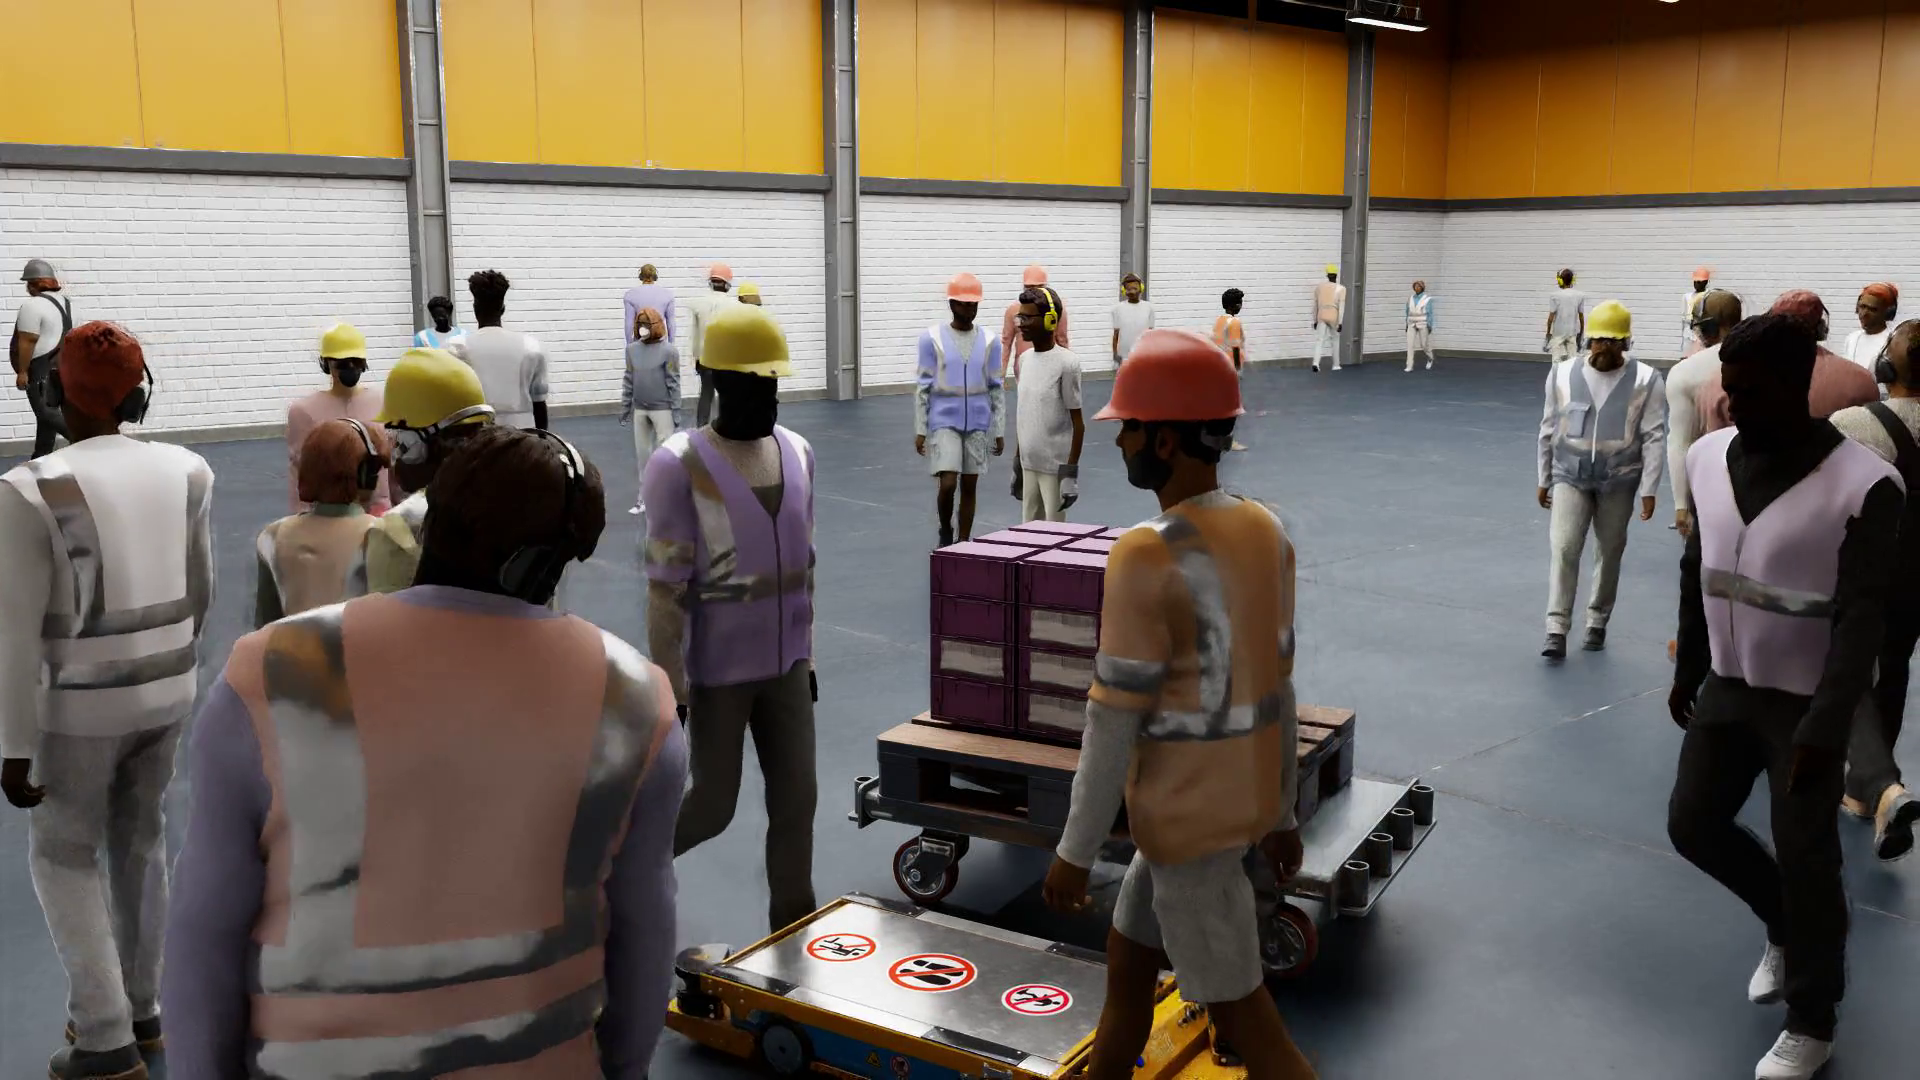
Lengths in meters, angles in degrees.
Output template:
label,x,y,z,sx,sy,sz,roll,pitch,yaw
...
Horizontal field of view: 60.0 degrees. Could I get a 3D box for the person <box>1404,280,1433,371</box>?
label,x,y,z,sx,sy,sz,roll,pitch,yaw
person,8.122,-3.780,29.339,0.520,1.612,0.711,8,13,41

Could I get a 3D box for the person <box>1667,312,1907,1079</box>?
label,x,y,z,sx,sy,sz,roll,pitch,yaw
person,2.038,0.380,4.154,0.543,1.888,0.657,-4,11,-24

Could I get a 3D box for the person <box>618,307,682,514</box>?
label,x,y,z,sx,sy,sz,roll,pitch,yaw
person,-2.414,-0.999,13.005,0.516,1.631,0.291,5,11,26

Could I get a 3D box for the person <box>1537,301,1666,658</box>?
label,x,y,z,sx,sy,sz,roll,pitch,yaw
person,3.169,-0.281,8.294,0.615,1.788,0.856,5,11,26

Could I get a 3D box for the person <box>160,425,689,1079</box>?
label,x,y,z,sx,sy,sz,roll,pitch,yaw
person,-0.691,0.751,2.264,0.701,1.806,0.432,-6,11,-31

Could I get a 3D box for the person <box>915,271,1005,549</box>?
label,x,y,z,sx,sy,sz,roll,pitch,yaw
person,0.012,-0.726,10.525,0.576,1.923,0.403,-3,10,-16

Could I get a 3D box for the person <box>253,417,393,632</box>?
label,x,y,z,sx,sy,sz,roll,pitch,yaw
person,-1.608,0.471,4.480,0.505,1.588,0.834,4,11,23

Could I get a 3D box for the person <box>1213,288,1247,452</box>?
label,x,y,z,sx,sy,sz,roll,pitch,yaw
person,2.797,-1.769,17.312,0.319,1.693,0.532,-3,10,-14

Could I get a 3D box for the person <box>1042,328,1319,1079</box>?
label,x,y,z,sx,sy,sz,roll,pitch,yaw
person,0.474,0.531,3.314,0.996,1.893,0.546,6,11,30

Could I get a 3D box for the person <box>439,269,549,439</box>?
label,x,y,z,sx,sy,sz,roll,pitch,yaw
person,-2.551,-0.504,9.151,0.603,1.950,0.437,-4,10,-22

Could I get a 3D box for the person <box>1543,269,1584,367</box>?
label,x,y,z,sx,sy,sz,roll,pitch,yaw
person,8.311,-2.762,22.733,0.632,1.850,0.314,0,10,-1

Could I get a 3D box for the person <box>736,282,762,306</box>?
label,x,y,z,sx,sy,sz,roll,pitch,yaw
person,-2.374,-2.008,18.591,0.342,1.743,0.495,-4,10,-21

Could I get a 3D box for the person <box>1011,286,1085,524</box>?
label,x,y,z,sx,sy,sz,roll,pitch,yaw
person,0.428,-0.355,8.518,0.319,1.870,0.521,-6,11,-32

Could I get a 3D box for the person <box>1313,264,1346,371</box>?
label,x,y,z,sx,sy,sz,roll,pitch,yaw
person,6.474,-3.905,29.290,0.606,1.884,0.986,6,11,31

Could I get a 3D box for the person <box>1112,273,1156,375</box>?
label,x,y,z,sx,sy,sz,roll,pitch,yaw
person,1.900,-1.991,18.201,0.520,1.843,0.504,-1,10,-4

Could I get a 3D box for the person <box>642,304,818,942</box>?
label,x,y,z,sx,sy,sz,roll,pitch,yaw
person,-0.642,0.301,4.596,0.797,1.902,0.596,8,13,40

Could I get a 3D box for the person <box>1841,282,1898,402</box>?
label,x,y,z,sx,sy,sz,roll,pitch,yaw
person,5.630,-0.676,10.444,0.515,1.863,0.653,0,10,0

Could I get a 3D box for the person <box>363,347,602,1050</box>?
label,x,y,z,sx,sy,sz,roll,pitch,yaw
person,-1.135,0.454,3.926,0.633,1.817,0.604,5,11,26

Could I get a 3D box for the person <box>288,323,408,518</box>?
label,x,y,z,sx,sy,sz,roll,pitch,yaw
person,-2.814,-0.140,7.693,0.540,1.717,0.935,-6,11,-30

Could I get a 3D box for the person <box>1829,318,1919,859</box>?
label,x,y,z,sx,sy,sz,roll,pitch,yaw
person,3.188,0.158,5.678,0.516,1.825,0.826,1,10,6

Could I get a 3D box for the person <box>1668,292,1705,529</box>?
label,x,y,z,sx,sy,sz,roll,pitch,yaw
person,5.381,-0.906,12.051,0.327,1.767,0.533,1,10,3

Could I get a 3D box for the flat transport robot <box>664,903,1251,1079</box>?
label,x,y,z,sx,sy,sz,roll,pitch,yaw
flat transport robot,0.003,1.187,4.164,1.431,0.197,0.652,6,11,32

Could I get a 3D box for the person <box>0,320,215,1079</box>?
label,x,y,z,sx,sy,sz,roll,pitch,yaw
person,-2.104,0.402,4.082,0.448,1.872,0.615,5,11,26

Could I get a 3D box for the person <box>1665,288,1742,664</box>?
label,x,y,z,sx,sy,sz,roll,pitch,yaw
person,3.598,-0.220,7.716,0.674,1.884,1.026,1,10,5

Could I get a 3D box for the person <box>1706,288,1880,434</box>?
label,x,y,z,sx,sy,sz,roll,pitch,yaw
person,3.418,-0.085,6.882,0.667,1.886,0.472,6,12,33

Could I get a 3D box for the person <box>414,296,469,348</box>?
label,x,y,z,sx,sy,sz,roll,pitch,yaw
person,-4.550,-1.325,14.788,0.531,1.654,0.795,-5,11,-26

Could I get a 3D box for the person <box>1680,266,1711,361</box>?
label,x,y,z,sx,sy,sz,roll,pitch,yaw
person,10.093,-2.774,22.650,1.021,1.891,0.555,-8,13,-41

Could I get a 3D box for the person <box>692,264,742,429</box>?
label,x,y,z,sx,sy,sz,roll,pitch,yaw
person,-2.551,-1.913,17.425,0.631,1.947,1.021,2,10,12

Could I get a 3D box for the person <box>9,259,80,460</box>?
label,x,y,z,sx,sy,sz,roll,pitch,yaw
person,-8.414,-1.624,15.448,0.884,2.000,0.685,0,10,-1

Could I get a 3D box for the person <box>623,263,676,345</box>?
label,x,y,z,sx,sy,sz,roll,pitch,yaw
person,-3.803,-2.427,20.444,0.634,1.938,0.355,-3,10,-18

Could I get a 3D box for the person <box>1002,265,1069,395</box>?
label,x,y,z,sx,sy,sz,roll,pitch,yaw
person,0.699,-1.584,15.515,0.624,1.949,1.032,3,10,17
